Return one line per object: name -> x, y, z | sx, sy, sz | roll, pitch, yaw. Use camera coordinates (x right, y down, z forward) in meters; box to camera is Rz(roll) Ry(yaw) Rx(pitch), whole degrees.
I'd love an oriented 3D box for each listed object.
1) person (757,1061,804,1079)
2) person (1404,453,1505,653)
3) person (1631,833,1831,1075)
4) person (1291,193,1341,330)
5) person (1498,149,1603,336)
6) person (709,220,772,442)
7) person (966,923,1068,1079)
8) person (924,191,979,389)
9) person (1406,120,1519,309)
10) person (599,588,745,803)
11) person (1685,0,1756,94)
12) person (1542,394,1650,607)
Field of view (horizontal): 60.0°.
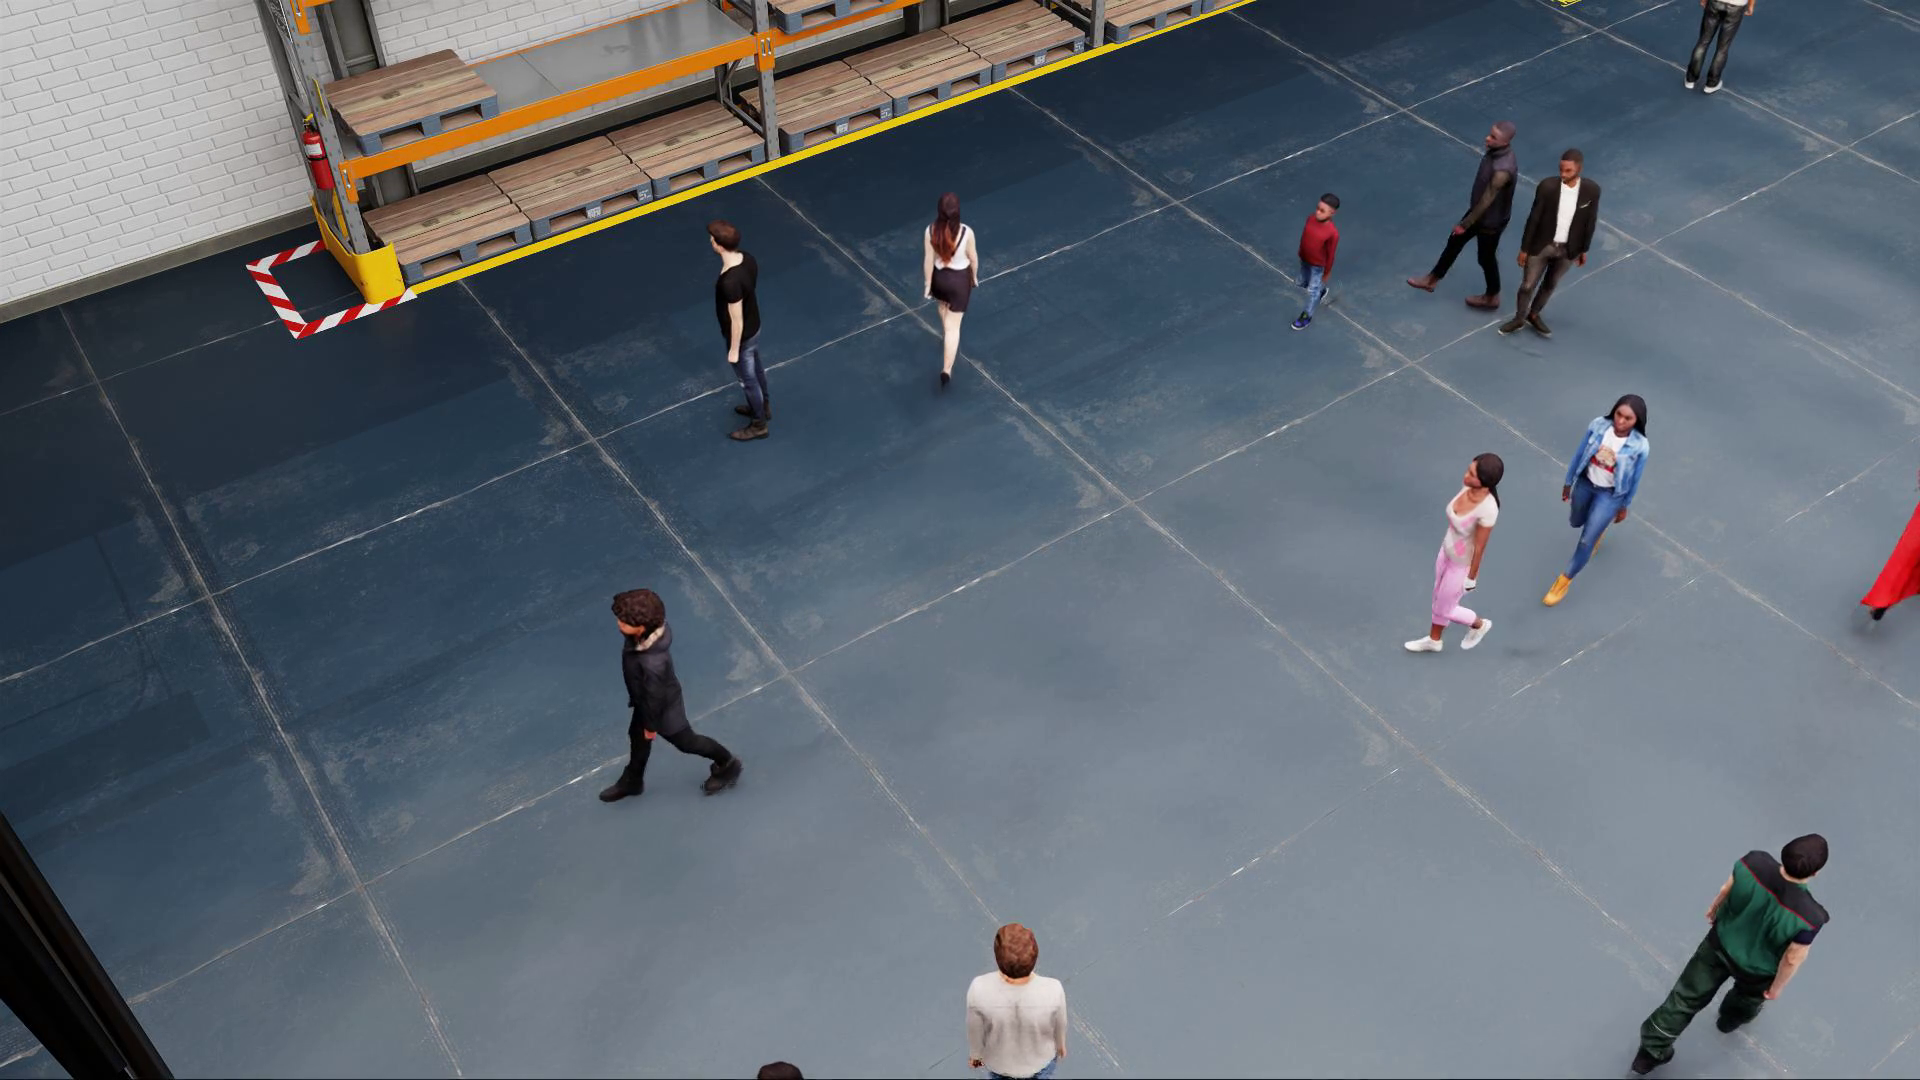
person -> -0.788, 2.948, 7.848 | 0.637, 1.791, 0.680 | -17, 46, -17
person -> 3.342, 0.127, 10.852 | 0.898, 1.734, 0.794 | -4, 44, -5
person -> 4.005, 2.167, 8.619 | 1.186, 1.859, 0.696 | -24, 49, -23
person -> 2.992, -2.350, 13.804 | 0.657, 1.247, 0.509 | -24, 49, -23
person -> 4.800, -2.384, 13.455 | 0.794, 1.779, 0.869 | -5, 44, -5
person -> -1.637, -1.578, 12.524 | 0.785, 1.895, 0.748 | 3, 44, 3
person -> 0.285, 2.580, 8.166 | 1.109, 1.885, 1.150 | 5, 44, 5
person -> -0.083, -1.945, 13.125 | 1.077, 1.598, 1.083 | 4, 44, 4
person -> 4.423, -2.634, 13.703 | 1.170, 1.797, 1.075 | 5, 44, 6
person -> -1.717, 0.949, 9.980 | 1.205, 1.746, 0.831 | -14, 45, -14
person -> 7.624, -5.340, 16.533 | 0.716, 1.812, 0.667 | 25, 49, 24
person -> 4.406, -0.348, 11.381 | 0.739, 1.691, 1.110 | 34, 53, 30
